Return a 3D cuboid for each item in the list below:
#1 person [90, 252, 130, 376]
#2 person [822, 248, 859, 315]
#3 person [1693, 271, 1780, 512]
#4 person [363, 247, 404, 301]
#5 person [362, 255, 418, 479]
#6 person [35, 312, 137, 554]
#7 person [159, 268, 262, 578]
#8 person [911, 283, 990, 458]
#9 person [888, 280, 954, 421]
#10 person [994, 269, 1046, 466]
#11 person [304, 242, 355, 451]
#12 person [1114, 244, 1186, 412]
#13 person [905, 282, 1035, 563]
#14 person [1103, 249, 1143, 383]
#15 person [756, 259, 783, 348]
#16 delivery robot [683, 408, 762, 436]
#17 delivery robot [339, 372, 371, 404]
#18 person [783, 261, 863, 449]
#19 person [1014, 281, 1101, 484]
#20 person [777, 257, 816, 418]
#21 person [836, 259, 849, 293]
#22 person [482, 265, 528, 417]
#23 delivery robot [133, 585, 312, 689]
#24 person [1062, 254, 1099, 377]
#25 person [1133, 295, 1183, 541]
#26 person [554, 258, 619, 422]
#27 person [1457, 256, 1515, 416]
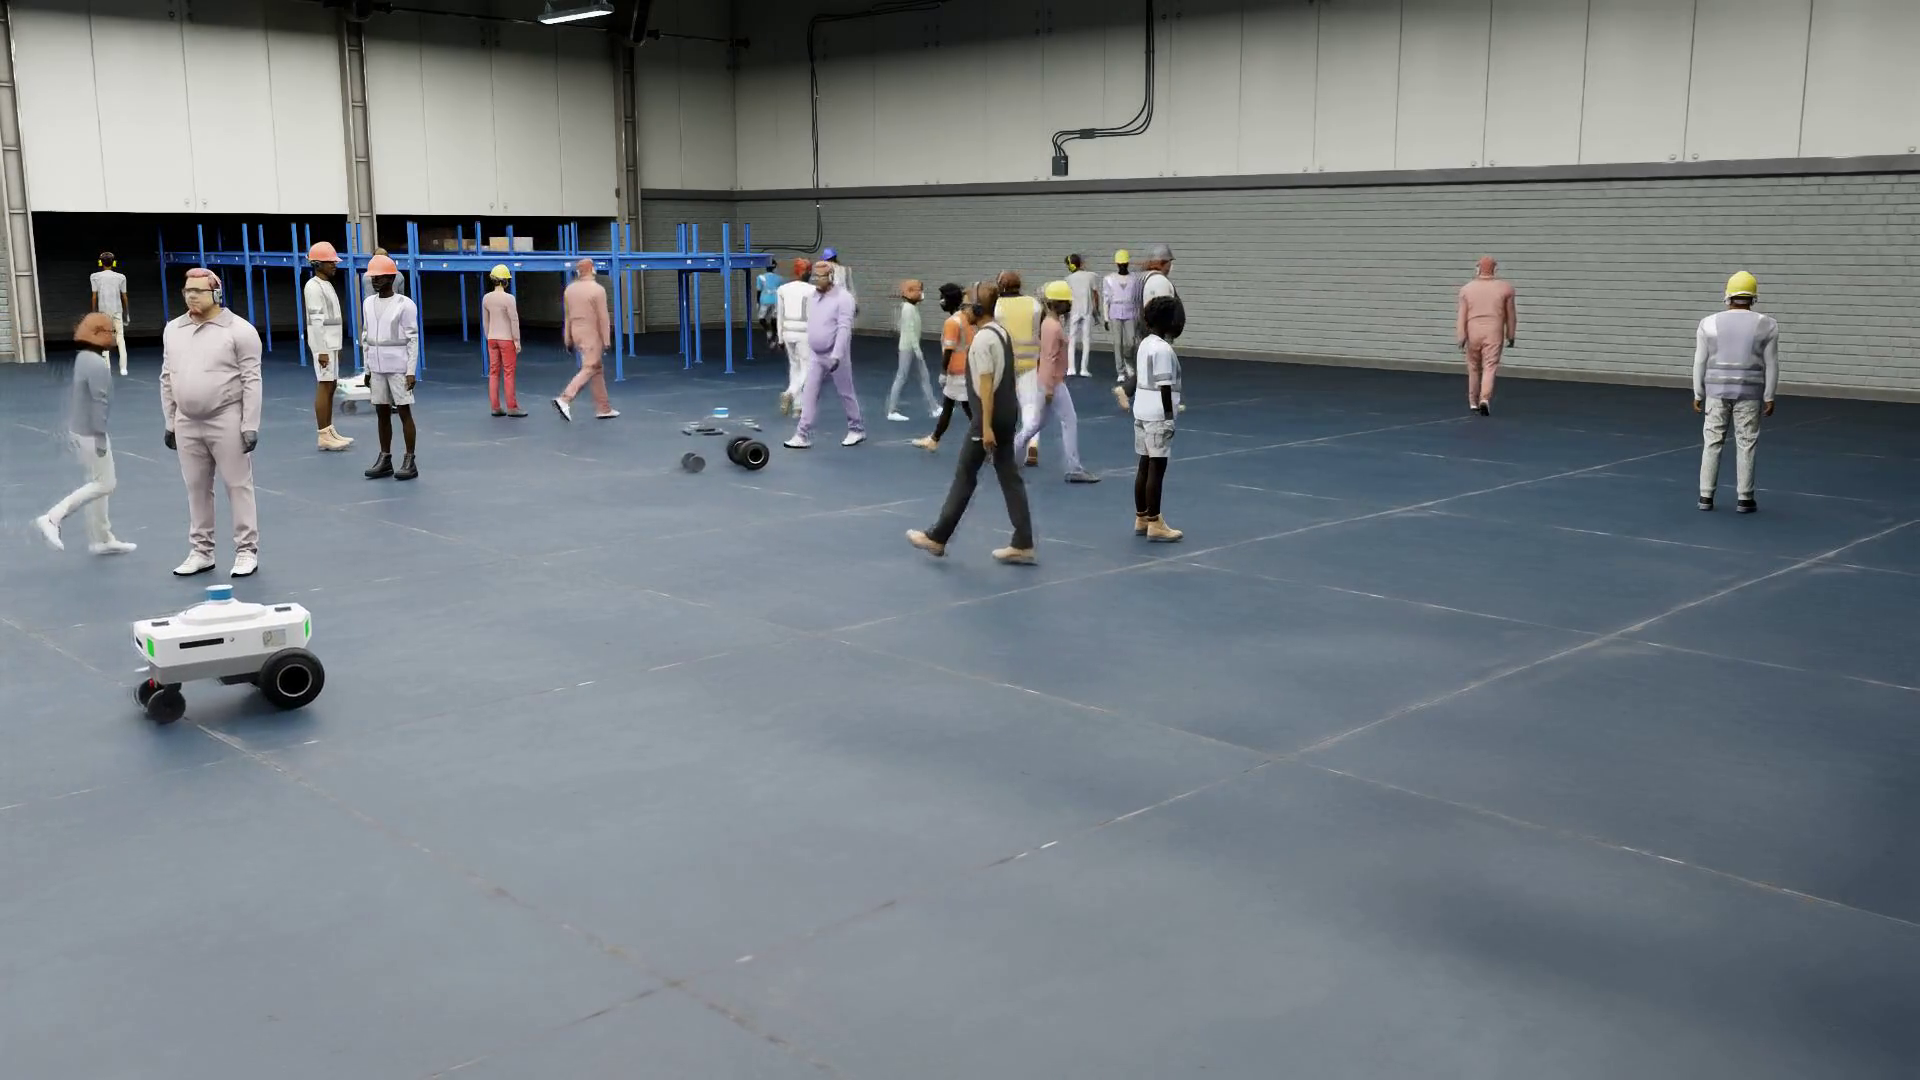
[{"bbox_3d":[-12.891,-3.430,25.235,0.517,1.865,0.324,-6,12,-31],"label":"person"},{"bbox_3d":[-2.092,-3.957,28.030,0.661,1.881,0.902,-5,12,-27],"label":"person"},{"bbox_3d":[5.964,-1.141,12.803,0.600,1.836,0.404,6,12,30],"label":"person"},{"bbox_3d":[-8.054,-3.112,23.273,0.362,1.939,0.636,7,13,35],"label":"person"},{"bbox_3d":[-4.987,-1.505,14.517,0.542,1.939,0.359,3,11,18],"label":"person"},{"bbox_3d":[-5.776,-0.684,10.924,0.550,1.613,0.515,-8,13,-38],"label":"person"},{"bbox_3d":[-4.666,-0.727,10.350,0.643,1.913,0.410,1,10,6],"label":"person"},{"bbox_3d":[-0.102,-1.594,15.736,0.862,1.653,0.548,2,11,13],"label":"person"},{"bbox_3d":[-0.459,-2.160,19.019,0.817,1.600,0.512,2,11,9],"label":"person"},{"bbox_3d":[0.516,-1.593,15.375,0.628,1.807,0.906,-2,11,-11],"label":"person"},{"bbox_3d":[-6.270,-1.927,16.526,0.373,2.042,0.614,-2,11,-10],"label":"person"},{"bbox_3d":[2.282,-2.507,19.815,0.839,2.000,0.678,-1,10,-3],"label":"person"},{"bbox_3d":[0.088,-0.763,10.817,0.927,1.802,0.509,5,11,24],"label":"person"},{"bbox_3d":[2.354,-3.240,24.055,0.585,1.909,0.437,1,10,6],"label":"person"},{"bbox_3d":[-3.535,-4.430,31.135,0.554,1.682,0.437,-5,12,-26],"label":"person"},{"bbox_3d":[-2.168,-1.091,15.184,0.698,0.223,0.335,-5,11,-23],"label":"delivery robot"},{"bbox_3d":[-7.075,-1.840,19.977,0.707,0.478,0.477,-6,12,-30],"label":"delivery robot"},{"bbox_3d":[-1.326,-1.840,16.581,0.640,1.855,0.985,7,13,35],"label":"person"},{"bbox_3d":[0.741,-1.356,14.267,0.861,1.733,0.525,-1,10,-3],"label":"person"},{"bbox_3d":[-1.899,-2.326,19.223,0.595,1.869,0.693,5,12,26],"label":"person"},{"bbox_3d":[-2.459,-4.760,33.081,0.514,1.639,0.310,0,10,0],"label":"person"},{"bbox_3d":[-5.343,-2.327,19.468,0.522,1.769,0.311,6,12,29],"label":"person"},{"bbox_3d":[-3.325,0.446,7.511,0.707,0.478,0.477,-7,13,-34],"label":"delivery robot"},{"bbox_3d":[1.799,-3.348,24.906,0.602,1.837,0.365,0,10,-2],"label":"person"},{"bbox_3d":[1.382,-0.856,11.634,0.318,1.698,0.533,-2,11,-11],"label":"person"},{"bbox_3d":[-4.326,-2.303,19.089,0.643,1.865,0.911,9,13,39],"label":"person"},{"bbox_3d":[6.256,-2.439,19.819,0.642,1.866,0.957,5,11,24],"label":"person"}]
